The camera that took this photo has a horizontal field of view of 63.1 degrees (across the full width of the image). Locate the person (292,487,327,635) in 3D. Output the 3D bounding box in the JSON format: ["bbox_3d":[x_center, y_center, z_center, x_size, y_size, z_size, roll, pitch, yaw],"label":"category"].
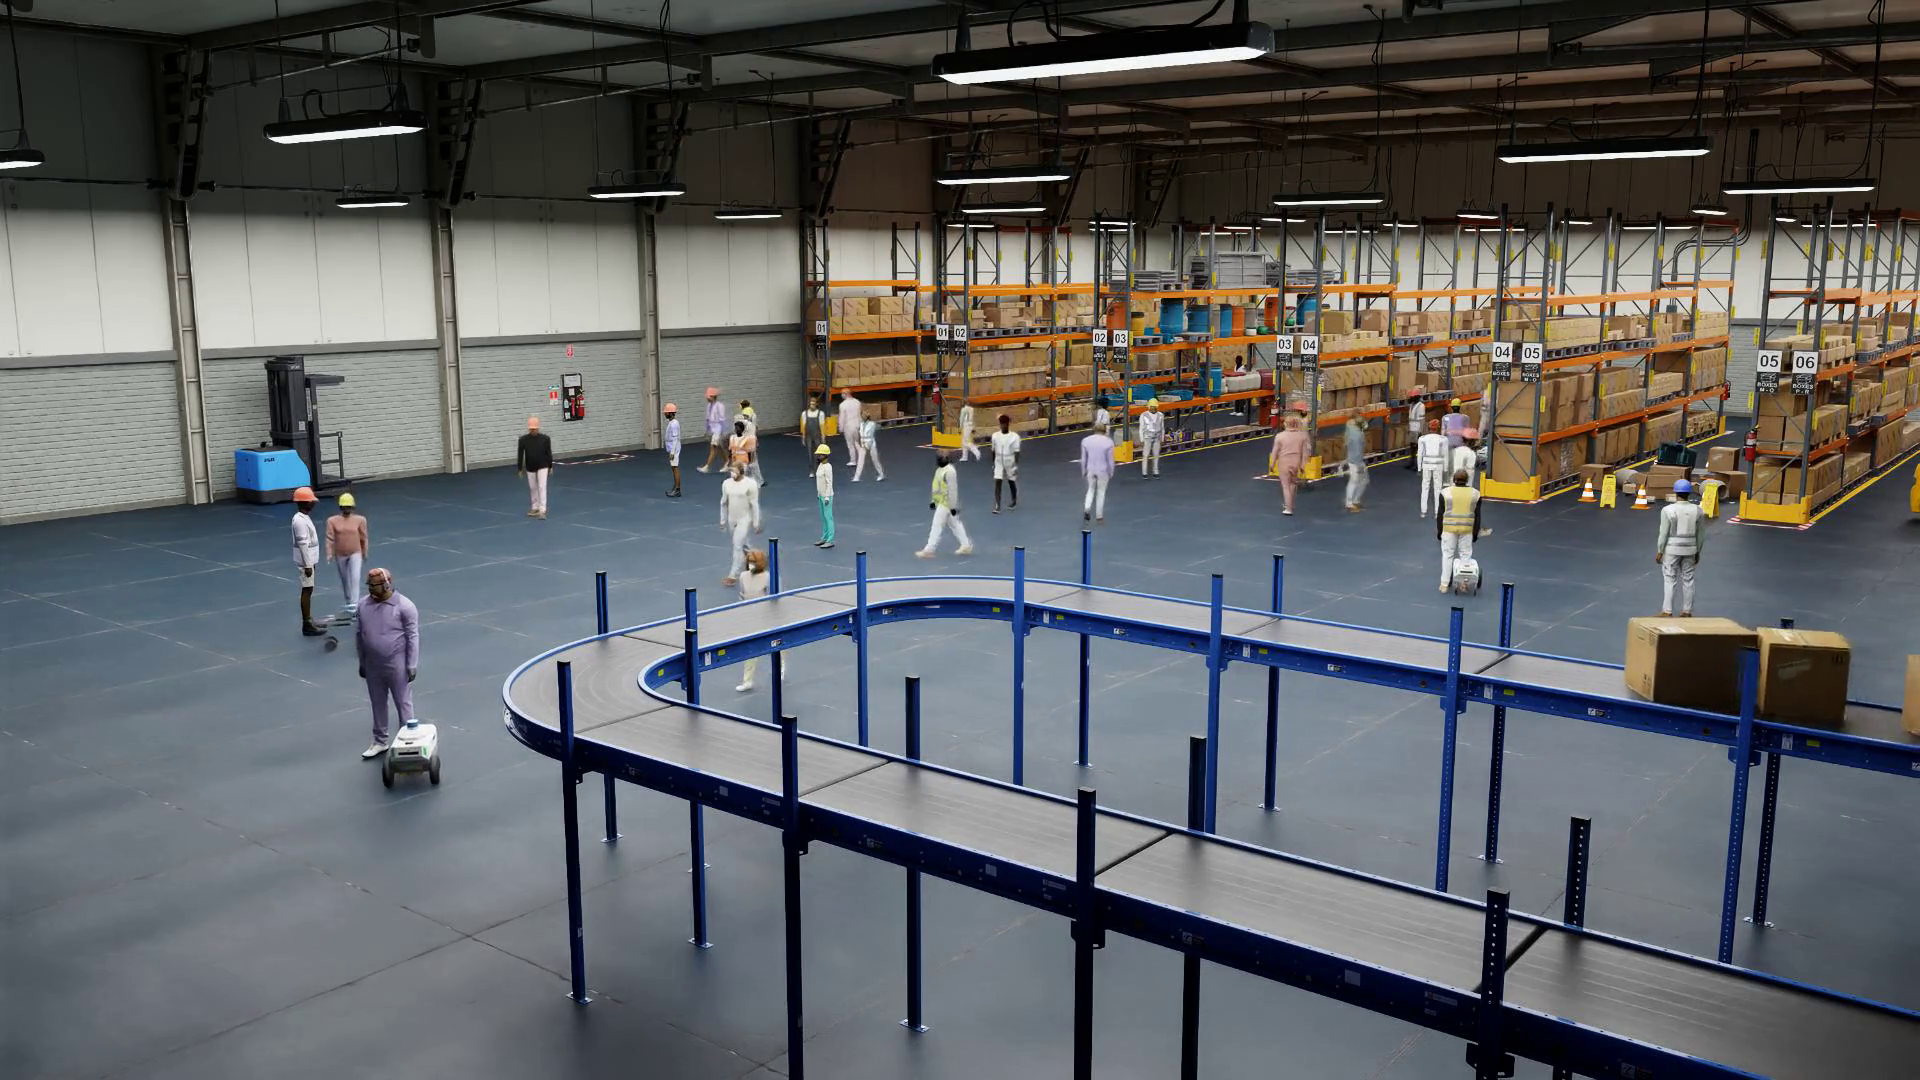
[{"bbox_3d":[-8.545,0.265,20.510,0.350,1.941,0.545,-4,11,-21],"label":"person"}]

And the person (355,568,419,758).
[{"bbox_3d":[-5.620,1.208,15.312,0.644,1.904,0.399,2,10,14],"label":"person"}]

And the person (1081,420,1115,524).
[{"bbox_3d":[2.587,-1.272,29.204,0.626,1.927,0.427,5,11,24],"label":"person"}]

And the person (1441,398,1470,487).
[{"bbox_3d":[10.693,-2.096,33.846,0.591,1.923,0.382,2,10,10],"label":"person"}]

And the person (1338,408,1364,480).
[{"bbox_3d":[8.751,-2.144,35.009,0.541,1.618,0.497,-7,12,-33],"label":"person"}]

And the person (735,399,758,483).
[{"bbox_3d":[-4.703,-2.160,34.359,0.526,1.869,0.315,-4,11,-23],"label":"person"}]

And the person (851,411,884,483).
[{"bbox_3d":[-2.033,-2.067,34.619,0.527,1.593,0.882,9,14,42],"label":"person"}]

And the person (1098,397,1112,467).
[{"bbox_3d":[3.426,-2.558,37.118,0.362,1.685,0.540,-3,11,-18],"label":"person"}]

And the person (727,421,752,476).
[{"bbox_3d":[-4.422,-1.609,31.815,0.530,1.667,0.772,7,12,35],"label":"person"}]

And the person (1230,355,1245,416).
[{"bbox_3d":[8.888,-4.920,49.757,0.391,1.919,0.593,-4,11,-24],"label":"person"}]

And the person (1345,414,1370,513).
[{"bbox_3d":[7.762,-1.477,30.356,0.568,1.920,0.650,3,11,16],"label":"person"}]

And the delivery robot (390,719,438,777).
[{"bbox_3d":[-5.171,1.944,14.817,0.477,0.478,0.707,-2,10,-11],"label":"delivery robot"}]

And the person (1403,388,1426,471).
[{"bbox_3d":[10.648,-2.601,36.652,0.373,1.934,0.551,-3,10,-14],"label":"person"}]

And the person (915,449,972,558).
[{"bbox_3d":[-0.231,-0.614,25.899,0.972,1.799,0.630,-2,10,-10],"label":"person"}]

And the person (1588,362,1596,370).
[{"bbox_3d":[19.872,-4.803,49.069,1.067,1.936,0.611,1,10,6],"label":"person"}]

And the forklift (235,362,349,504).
[{"bbox_3d":[-13.803,-2.244,32.110,1.129,2.768,1.873,8,13,37],"label":"forklift"}]

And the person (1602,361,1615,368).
[{"bbox_3d":[21.056,-5.101,50.928,0.535,1.864,0.309,-3,11,-17],"label":"person"}]

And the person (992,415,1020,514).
[{"bbox_3d":[0.901,-1.512,30.601,0.597,1.920,1.012,3,11,19],"label":"person"}]

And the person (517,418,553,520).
[{"bbox_3d":[-8.124,-1.391,29.914,0.643,1.933,0.872,-1,10,-8],"label":"person"}]

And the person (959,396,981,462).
[{"bbox_3d":[0.233,-2.696,38.077,0.588,1.617,0.522,5,11,25],"label":"person"}]

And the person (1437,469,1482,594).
[{"bbox_3d":[7.349,-0.136,23.091,0.619,1.836,0.431,1,10,7],"label":"person"}]

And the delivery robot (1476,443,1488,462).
[{"bbox_3d":[12.629,-2.063,37.369,0.477,0.478,0.707,10,14,43],"label":"delivery robot"}]

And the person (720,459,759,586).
[{"bbox_3d":[-3.311,-0.299,23.809,0.647,1.908,0.972,6,12,32],"label":"person"}]

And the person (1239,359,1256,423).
[{"bbox_3d":[8.698,-4.542,47.585,0.639,1.935,1.041,5,11,28],"label":"person"}]

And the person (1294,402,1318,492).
[{"bbox_3d":[7.326,-1.971,33.183,0.875,1.905,0.570,8,13,39],"label":"person"}]

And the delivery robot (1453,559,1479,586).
[{"bbox_3d":[7.524,0.441,23.274,0.477,0.478,0.707,3,10,15],"label":"delivery robot"}]

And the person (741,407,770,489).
[{"bbox_3d":[-4.488,-1.951,33.385,0.606,1.783,0.908,7,12,35],"label":"person"}]

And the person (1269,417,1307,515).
[{"bbox_3d":[6.327,-1.456,30.401,0.651,1.870,0.919,-3,10,-15],"label":"person"}]

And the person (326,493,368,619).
[{"bbox_3d":[-8.427,0.196,21.549,0.531,1.714,0.944,-3,10,-15],"label":"person"}]

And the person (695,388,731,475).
[{"bbox_3d":[-5.683,-2.498,35.920,1.058,1.981,0.634,-8,13,-36],"label":"person"}]

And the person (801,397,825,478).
[{"bbox_3d":[-3.327,-2.330,35.427,0.519,1.830,0.446,0,10,1],"label":"person"}]

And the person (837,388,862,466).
[{"bbox_3d":[-2.630,-2.684,37.324,0.412,1.876,0.683,8,13,37],"label":"person"}]

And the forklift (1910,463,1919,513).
[{"bbox_3d":[19.034,-1.348,28.998,2.313,2.155,1.214,8,13,37],"label":"forklift"}]

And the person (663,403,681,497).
[{"bbox_3d":[-5.991,-1.875,32.565,0.357,1.938,0.542,-2,10,-12],"label":"person"}]

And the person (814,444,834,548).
[{"bbox_3d":[-2.326,-0.757,26.747,0.309,1.772,0.525,-4,11,-22],"label":"person"}]

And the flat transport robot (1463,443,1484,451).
[{"bbox_3d":[12.878,-2.372,40.173,0.652,0.197,1.431,9,13,41],"label":"flat transport robot"}]

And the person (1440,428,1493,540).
[{"bbox_3d":[8.830,-0.963,27.290,1.039,1.988,0.634,-4,11,-20],"label":"person"}]

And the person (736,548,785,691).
[{"bbox_3d":[-2.310,0.887,17.924,0.517,1.618,0.643,6,12,29],"label":"person"}]

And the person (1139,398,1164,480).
[{"bbox_3d":[4.309,-2.274,35.104,0.600,1.829,0.404,-3,10,-14],"label":"person"}]

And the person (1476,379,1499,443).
[{"bbox_3d":[13.894,-3.315,40.987,0.595,1.850,0.903,9,14,42],"label":"person"}]

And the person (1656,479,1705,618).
[{"bbox_3d":[9.734,0.144,21.181,0.614,1.942,0.406,0,10,-2],"label":"person"}]

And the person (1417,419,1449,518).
[{"bbox_3d":[9.011,-1.360,29.822,0.574,1.882,0.351,5,11,24],"label":"person"}]

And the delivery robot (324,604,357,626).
[{"bbox_3d":[-7.679,0.931,19.786,0.698,0.223,0.335,-3,11,-18],"label":"delivery robot"}]
